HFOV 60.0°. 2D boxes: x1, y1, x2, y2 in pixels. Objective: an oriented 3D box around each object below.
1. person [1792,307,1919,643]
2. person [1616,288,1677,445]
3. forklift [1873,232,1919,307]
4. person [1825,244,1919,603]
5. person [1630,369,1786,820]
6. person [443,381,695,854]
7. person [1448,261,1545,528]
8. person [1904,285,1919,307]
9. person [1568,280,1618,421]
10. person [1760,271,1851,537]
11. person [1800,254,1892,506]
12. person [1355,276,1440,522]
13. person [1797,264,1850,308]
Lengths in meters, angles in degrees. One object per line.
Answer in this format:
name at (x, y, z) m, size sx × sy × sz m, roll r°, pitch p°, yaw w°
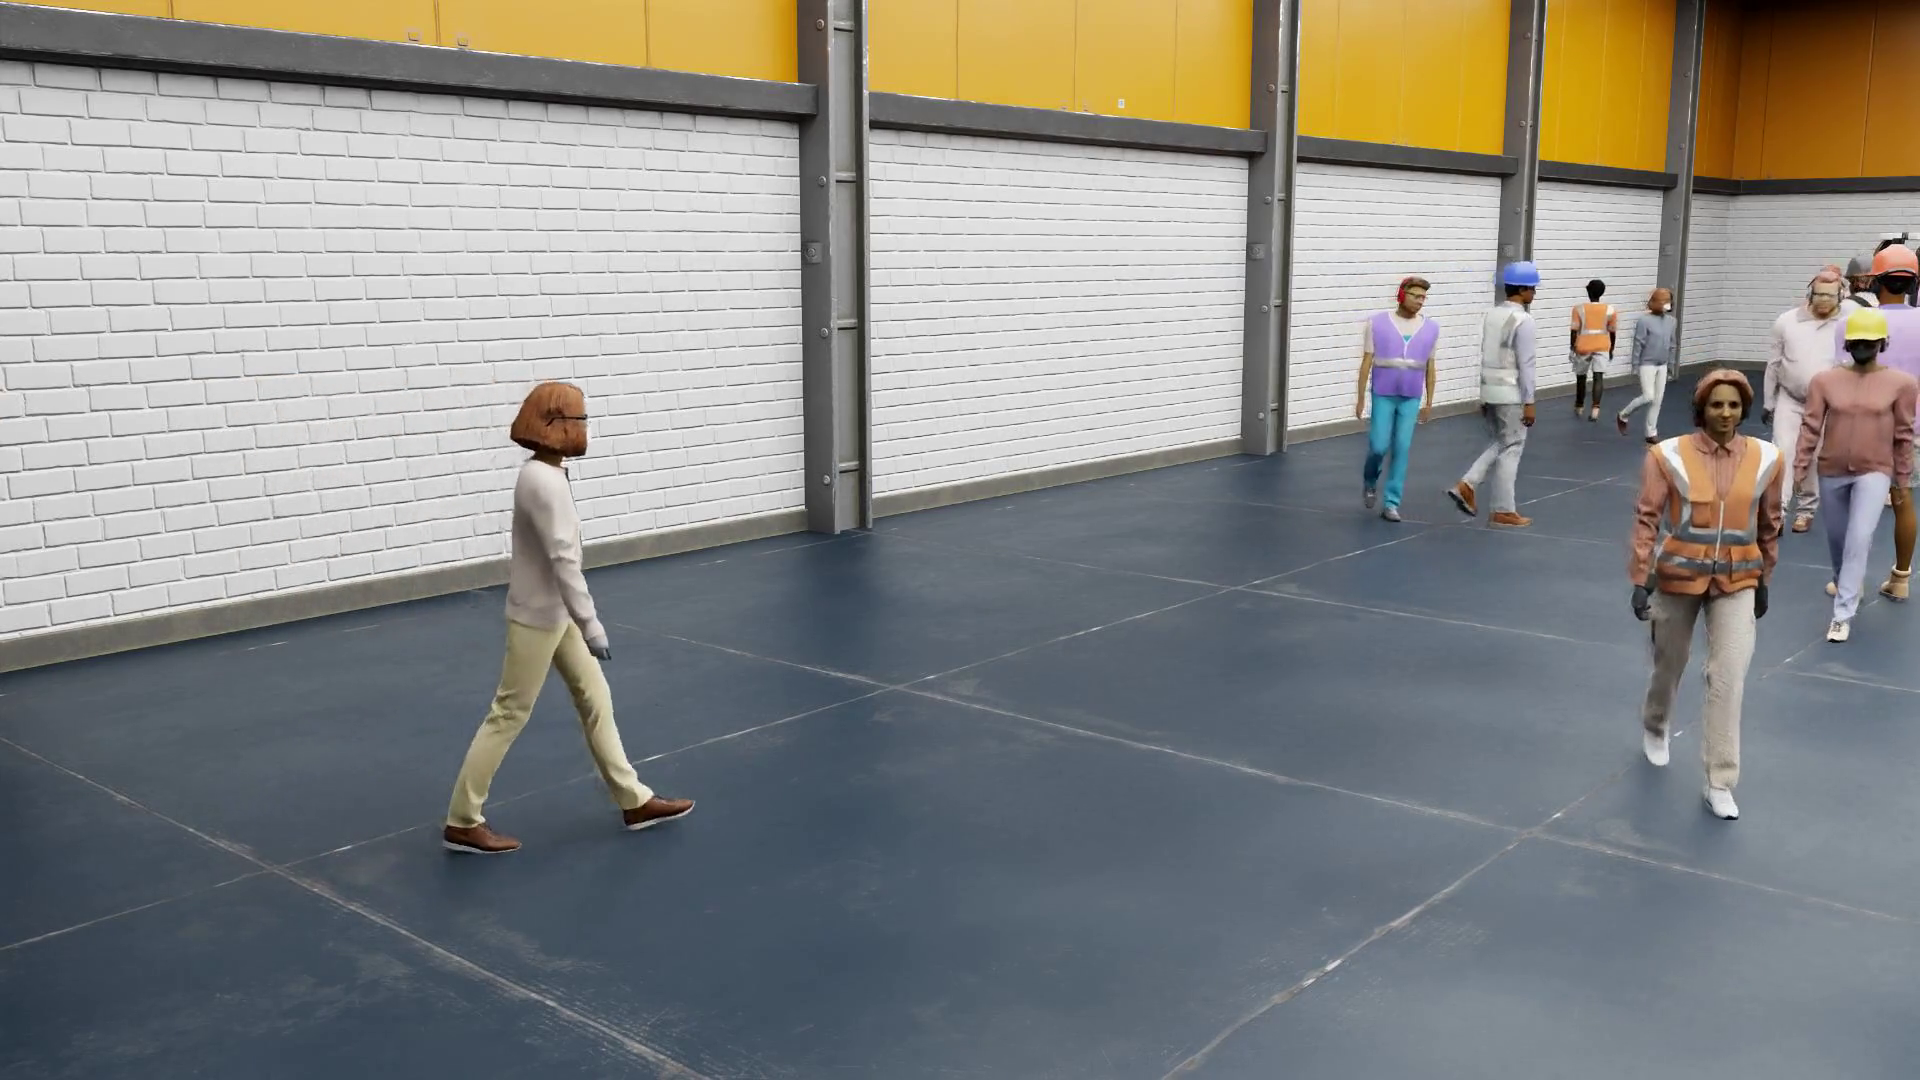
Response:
person at (4.745, -0.374, 8.829) m, size 0.538 × 1.726 × 0.892 m, roll 8°, pitch 13°, yaw 38°
person at (7.106, -1.790, 17.168) m, size 0.513 × 1.621 × 0.462 m, roll -5°, pitch 11°, yaw -24°
forklift at (9.955, -1.972, 16.595) m, size 2.313 × 2.155 × 1.214 m, roll 1°, pitch 10°, yaw 8°
person at (5.268, -0.654, 9.520) m, size 0.607 × 2.045 × 0.390 m, roll 1°, pitch 10°, yaw 7°
person at (2.766, 0.148, 6.224) m, size 0.530 × 1.598 × 0.849 m, roll 2°, pitch 10°, yaw 12°
person at (-1.366, 0.265, 5.580) m, size 0.848 × 1.587 × 0.506 m, roll -2°, pitch 10°, yaw -10°
person at (3.937, -1.041, 12.033) m, size 0.506 × 1.936 × 0.606 m, roll -1°, pitch 10°, yaw -7°
person at (12.590, -2.773, 22.152) m, size 0.993 × 1.857 × 0.651 m, roll -10°, pitch 14°, yaw -44°
person at (7.505, -2.255, 19.739) m, size 0.548 × 1.648 × 0.892 m, roll 2°, pitch 10°, yaw 13°
person at (5.929, -0.925, 11.590) m, size 0.655 × 1.853 × 0.979 m, roll 6°, pitch 11°, yaw 30°
person at (7.178, -1.320, 13.317) m, size 0.695 × 2.000 × 1.075 m, roll 0°, pitch 10°, yaw -3°
person at (3.250, -1.059, 12.449) m, size 0.614 × 1.821 × 0.503 m, roll 0°, pitch 10°, yaw -1°
person at (8.379, -1.745, 16.233) m, size 0.672 × 1.856 × 0.891 m, roll -1°, pitch 10°, yaw -6°
